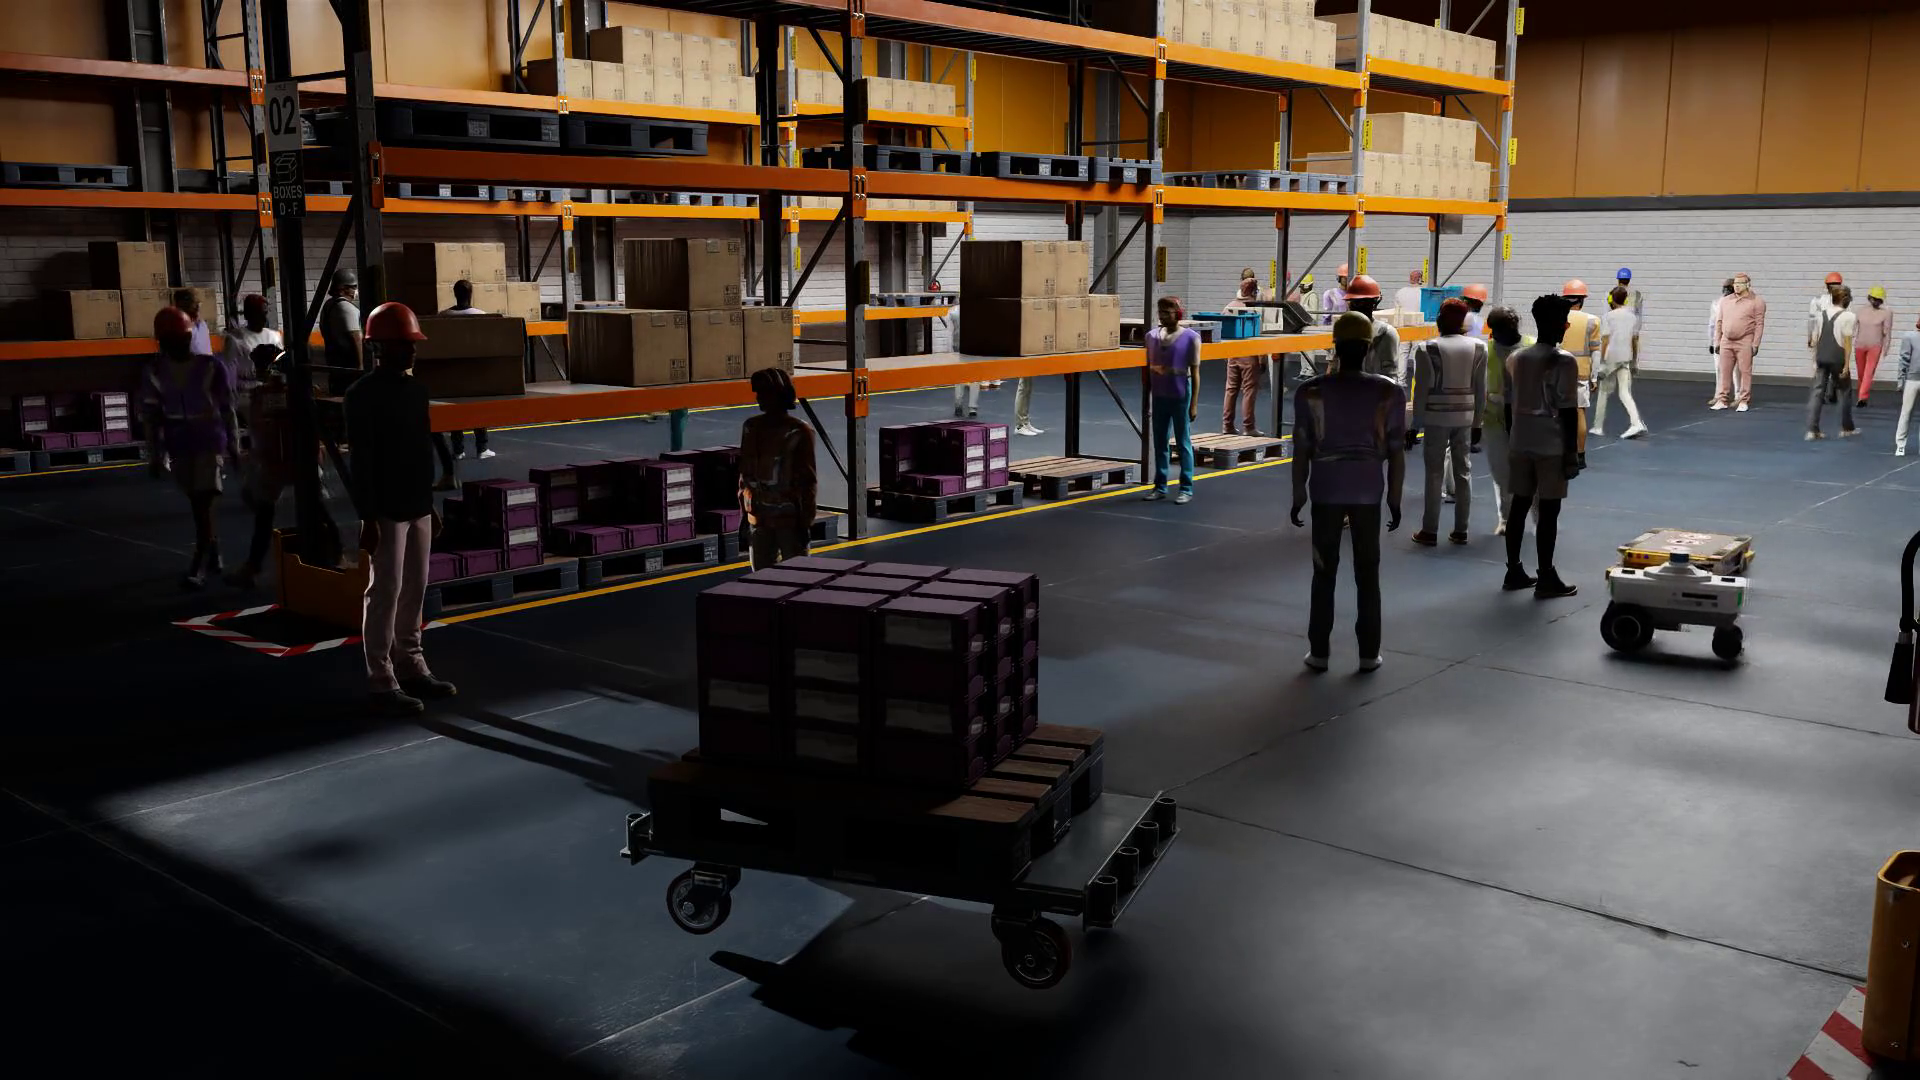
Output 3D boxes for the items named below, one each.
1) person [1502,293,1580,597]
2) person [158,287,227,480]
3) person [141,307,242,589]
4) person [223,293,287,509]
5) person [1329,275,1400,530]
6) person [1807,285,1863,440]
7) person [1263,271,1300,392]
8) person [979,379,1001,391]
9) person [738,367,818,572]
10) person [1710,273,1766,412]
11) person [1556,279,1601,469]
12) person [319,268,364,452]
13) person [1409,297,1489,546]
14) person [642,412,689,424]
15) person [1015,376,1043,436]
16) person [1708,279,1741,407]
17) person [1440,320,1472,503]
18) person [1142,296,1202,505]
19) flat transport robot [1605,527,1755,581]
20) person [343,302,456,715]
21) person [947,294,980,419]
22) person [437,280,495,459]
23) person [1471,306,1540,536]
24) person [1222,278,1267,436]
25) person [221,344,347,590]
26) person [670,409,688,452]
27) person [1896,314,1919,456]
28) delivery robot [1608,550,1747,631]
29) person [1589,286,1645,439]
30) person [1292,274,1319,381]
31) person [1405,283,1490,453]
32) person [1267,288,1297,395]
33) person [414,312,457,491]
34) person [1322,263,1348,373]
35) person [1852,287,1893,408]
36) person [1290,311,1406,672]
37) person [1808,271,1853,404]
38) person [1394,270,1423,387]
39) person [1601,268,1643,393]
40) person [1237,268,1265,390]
[{"bbox_3d":[3.790,-0.616,10.825,0.367,1.966,0.606,-5,11,-26],"label":"person"},{"bbox_3d":[-7.562,-1.521,16.215,0.730,1.883,0.649,1,10,5],"label":"person"},{"bbox_3d":[-5.165,-0.635,11.212,0.556,1.877,1.026,-1,10,-7],"label":"person"},{"bbox_3d":[-6.044,-1.185,14.375,0.472,1.867,0.575,4,11,22],"label":"person"},{"bbox_3d":[3.138,-1.052,13.089,0.373,2.044,0.606,-8,13,-39],"label":"person"},{"bbox_3d":[10.359,-2.086,19.616,0.865,1.809,0.540,-5,11,-27],"label":"person"},{"bbox_3d":[5.066,-3.316,26.343,0.641,1.937,0.876,4,11,24],"label":"person"},{"bbox_3d":[0.438,-3.326,26.363,0.361,1.932,0.627,10,14,43],"label":"person"},{"bbox_3d":[-0.963,-0.089,8.750,0.512,1.642,0.312,7,12,36],"label":"person"},{"bbox_3d":[10.762,-2.730,23.037,0.407,1.908,0.642,-8,13,-39],"label":"person"},{"bbox_3d":[6.242,-1.690,17.028,0.551,1.933,0.368,3,10,14],"label":"person"},{"bbox_3d":[-6.695,-1.969,18.316,0.535,2.000,0.674,-10,14,-44],"label":"person"},{"bbox_3d":[3.701,-0.891,12.629,0.577,1.884,0.353,-1,10,-7],"label":"person"},{"bbox_3d":[-3.770,-2.355,21.280,0.661,1.771,0.766,8,13,40],"label":"person"},{"bbox_3d":[0.828,-2.192,20.061,0.323,1.876,0.528,4,11,19],"label":"person"},{"bbox_3d":[10.995,-2.813,23.779,0.433,1.825,0.633,-9,13,-40],"label":"person"},{"bbox_3d":[4.353,-1.150,14.788,0.313,1.642,0.513,-4,11,-22],"label":"person"},{"bbox_3d":[1.879,-1.237,14.746,0.565,1.835,0.389,8,13,39],"label":"person"},{"bbox_3d":[4.989,0.118,11.470,0.652,0.197,1.431,7,12,36],"label":"flat transport robot"},{"bbox_3d":[-2.735,-0.158,8.134,0.389,1.992,0.625,2,10,13],"label":"person"},{"bbox_3d":[0.123,-2.528,22.186,0.604,1.799,0.770,0,10,0],"label":"person"},{"bbox_3d":[-5.305,-1.824,17.840,0.594,1.917,0.373,0,10,1],"label":"person"},{"bbox_3d":[4.277,-0.915,12.999,0.648,1.807,0.459,5,11,28],"label":"person"},{"bbox_3d":[3.456,-2.198,20.036,0.398,1.900,0.634,-9,13,-42],"label":"person"},{"bbox_3d":[-4.514,-0.496,11.108,0.544,1.621,0.959,4,11,22],"label":"person"},{"bbox_3d":[-2.968,-1.703,17.690,0.550,1.715,0.725,3,10,15],"label":"person"},{"bbox_3d":[10.416,-1.708,17.991,0.507,1.631,0.266,2,10,13],"label":"person"},{"bbox_3d":[4.028,0.303,9.344,0.707,0.478,0.477,5,11,26],"label":"delivery robot"},{"bbox_3d":[7.855,-2.110,19.800,0.594,1.818,0.923,-2,10,-11],"label":"person"},{"bbox_3d":[5.871,-3.607,28.243,0.404,1.827,0.599,-1,10,-5],"label":"person"},{"bbox_3d":[5.334,-1.854,18.119,0.924,1.892,0.573,-5,11,-27],"label":"person"},{"bbox_3d":[4.666,-2.864,24.352,0.529,1.713,0.726,0,10,2],"label":"person"},{"bbox_3d":[-5.026,-1.252,15.288,0.787,1.658,0.546,-5,11,-28],"label":"person"},{"bbox_3d":[5.404,-2.874,23.456,0.607,2.047,0.366,-2,10,-12],"label":"person"},{"bbox_3d":[12.798,-2.706,23.458,0.547,1.702,0.936,8,13,38],"label":"person"},{"bbox_3d":[2.062,-0.254,8.881,0.594,1.922,0.386,2,10,9],"label":"person"},{"bbox_3d":[12.553,-2.914,24.037,0.560,1.920,0.464,6,11,29],"label":"person"},{"bbox_3d":[7.319,-3.390,26.792,0.652,1.906,0.402,9,13,41],"label":"person"},{"bbox_3d":[10.298,-3.255,25.904,0.614,1.945,0.401,-1,10,-4],"label":"person"},{"bbox_3d":[4.601,-3.361,26.553,0.627,1.934,0.372,-10,14,-43],"label":"person"}]
